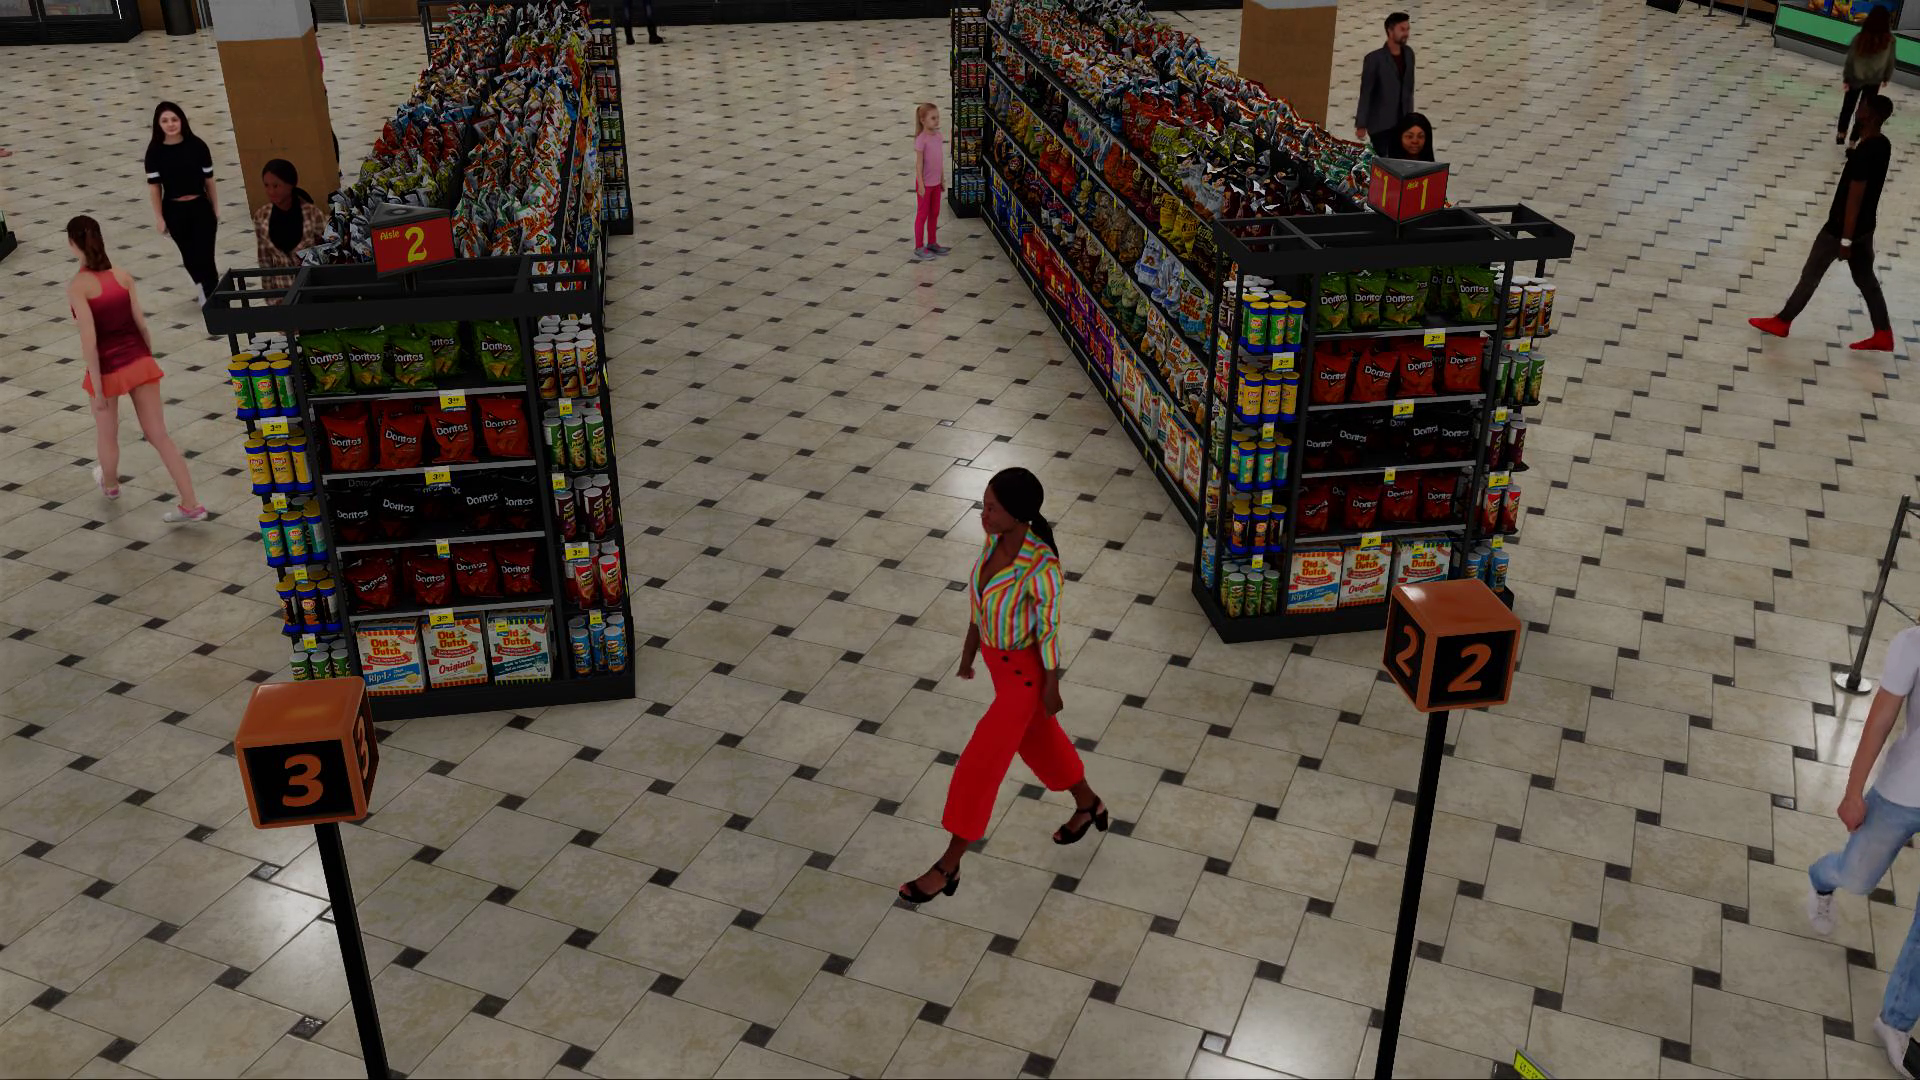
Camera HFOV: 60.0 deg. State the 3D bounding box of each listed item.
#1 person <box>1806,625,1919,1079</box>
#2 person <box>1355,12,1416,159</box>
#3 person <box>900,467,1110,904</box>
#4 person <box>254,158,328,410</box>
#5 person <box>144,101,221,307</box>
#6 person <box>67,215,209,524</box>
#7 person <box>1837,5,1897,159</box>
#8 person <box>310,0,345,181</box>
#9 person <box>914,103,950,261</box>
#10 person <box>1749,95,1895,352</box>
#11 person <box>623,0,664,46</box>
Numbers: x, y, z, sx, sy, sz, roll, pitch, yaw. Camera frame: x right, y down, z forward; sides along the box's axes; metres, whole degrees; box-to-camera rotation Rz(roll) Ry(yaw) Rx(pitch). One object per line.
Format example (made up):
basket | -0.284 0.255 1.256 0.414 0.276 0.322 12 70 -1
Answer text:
person | 3.230 0.825 5.601 0.931 1.824 1.231 5 27 9
person | 3.582 -3.546 14.213 1.028 1.831 1.300 -16 31 -29
person | 0.288 0.543 6.254 0.909 1.736 1.180 -13 30 -24
person | -3.976 -1.430 10.081 0.598 1.793 0.560 -2 27 -4
person | -5.668 -2.392 12.199 0.861 1.594 1.197 -14 30 -26
person | -4.518 -0.856 9.064 1.173 1.690 1.143 14 30 25
person | 9.051 -4.559 16.635 0.914 1.446 1.004 14 30 26
person | -6.148 -4.265 15.778 0.679 1.698 0.742 19 32 32
person | -0.259 -2.960 13.676 0.622 1.272 0.564 19 32 32
person | 6.251 -2.125 11.485 1.108 1.762 1.309 -22 34 -37
person | -4.300 -7.552 22.034 0.739 1.901 0.673 1 27 2
